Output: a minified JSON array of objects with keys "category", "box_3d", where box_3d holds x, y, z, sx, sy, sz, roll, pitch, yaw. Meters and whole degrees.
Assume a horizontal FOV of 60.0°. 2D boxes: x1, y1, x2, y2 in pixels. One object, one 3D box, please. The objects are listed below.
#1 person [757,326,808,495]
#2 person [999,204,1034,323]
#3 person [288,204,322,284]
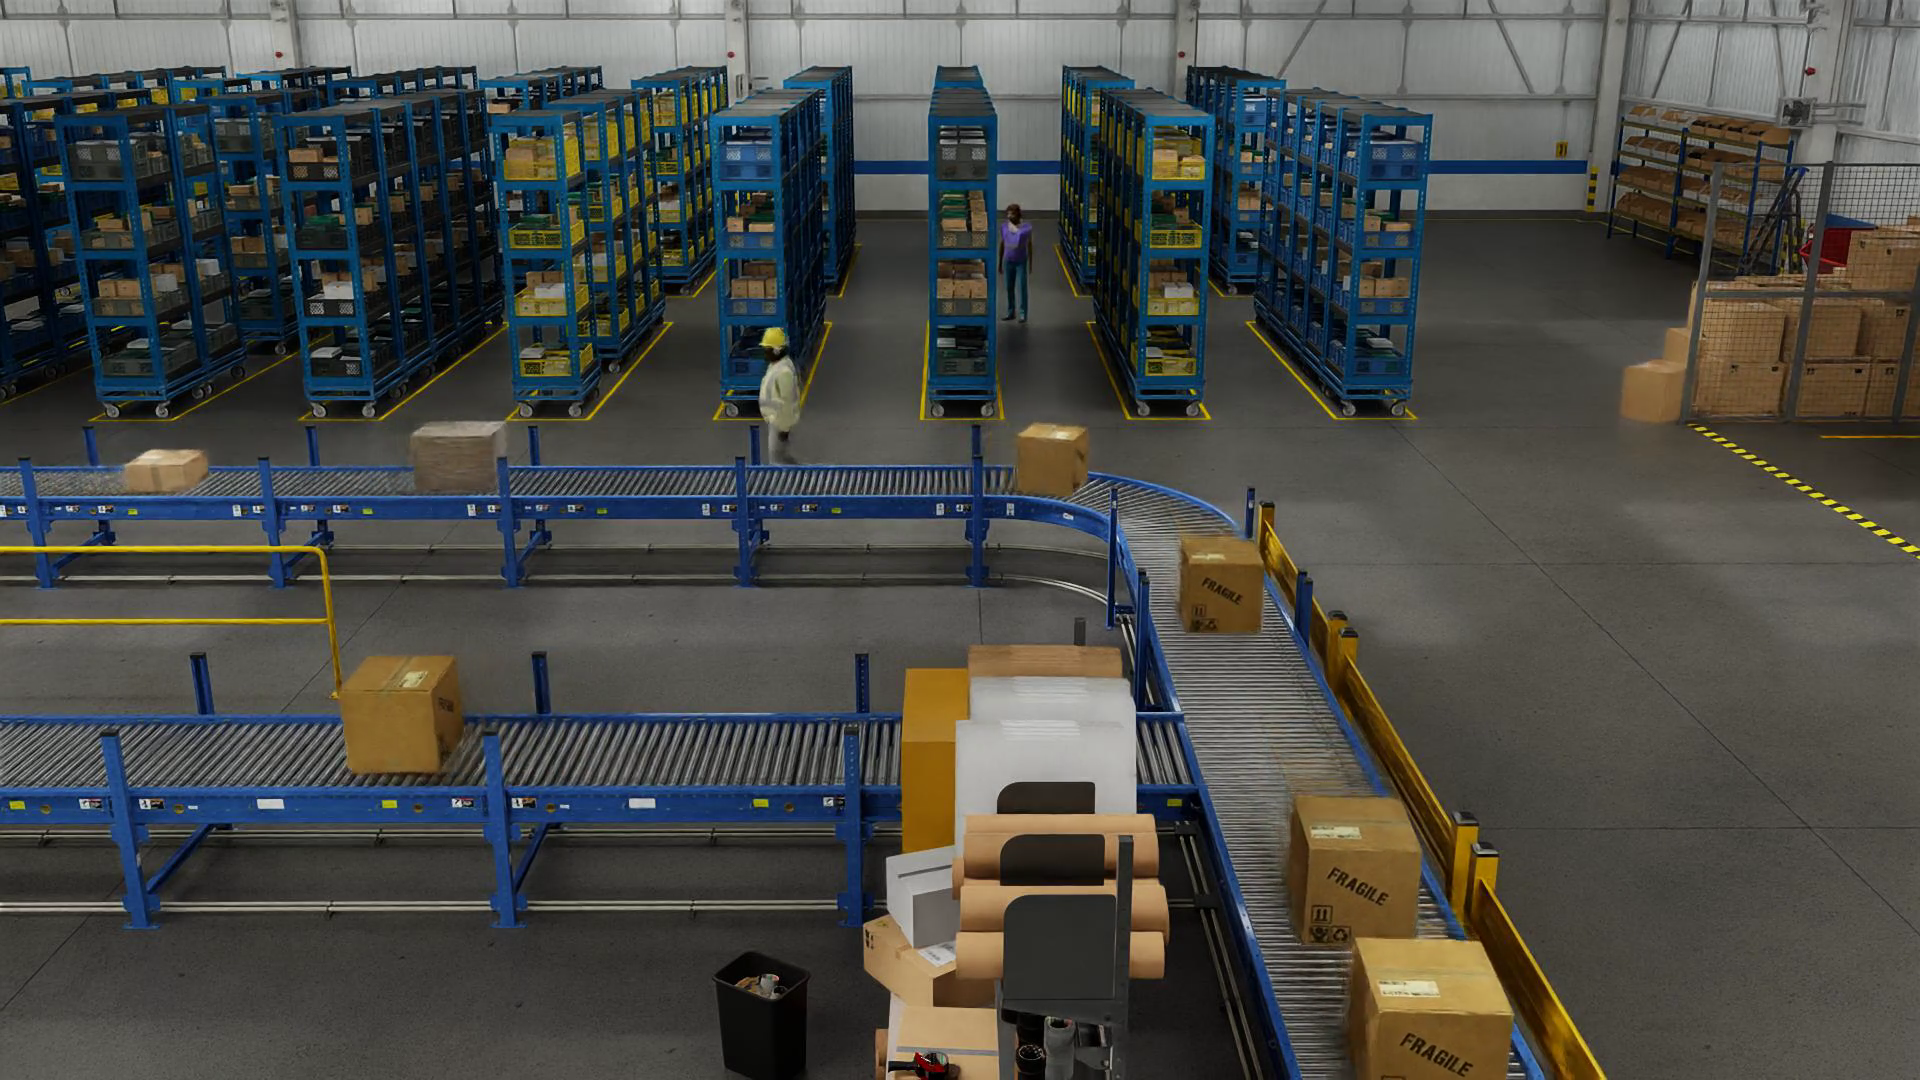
[{"category":"person","box_3d":[-1.736,-1.222,16.476,0.543,1.817,0.594,-3,18,-9]},{"category":"person","box_3d":[0.879,-4.338,26.039,0.575,1.832,0.402,9,20,25]},{"category":"person","box_3d":[-11.072,-5.059,27.996,0.381,1.996,0.608,13,22,34]}]
